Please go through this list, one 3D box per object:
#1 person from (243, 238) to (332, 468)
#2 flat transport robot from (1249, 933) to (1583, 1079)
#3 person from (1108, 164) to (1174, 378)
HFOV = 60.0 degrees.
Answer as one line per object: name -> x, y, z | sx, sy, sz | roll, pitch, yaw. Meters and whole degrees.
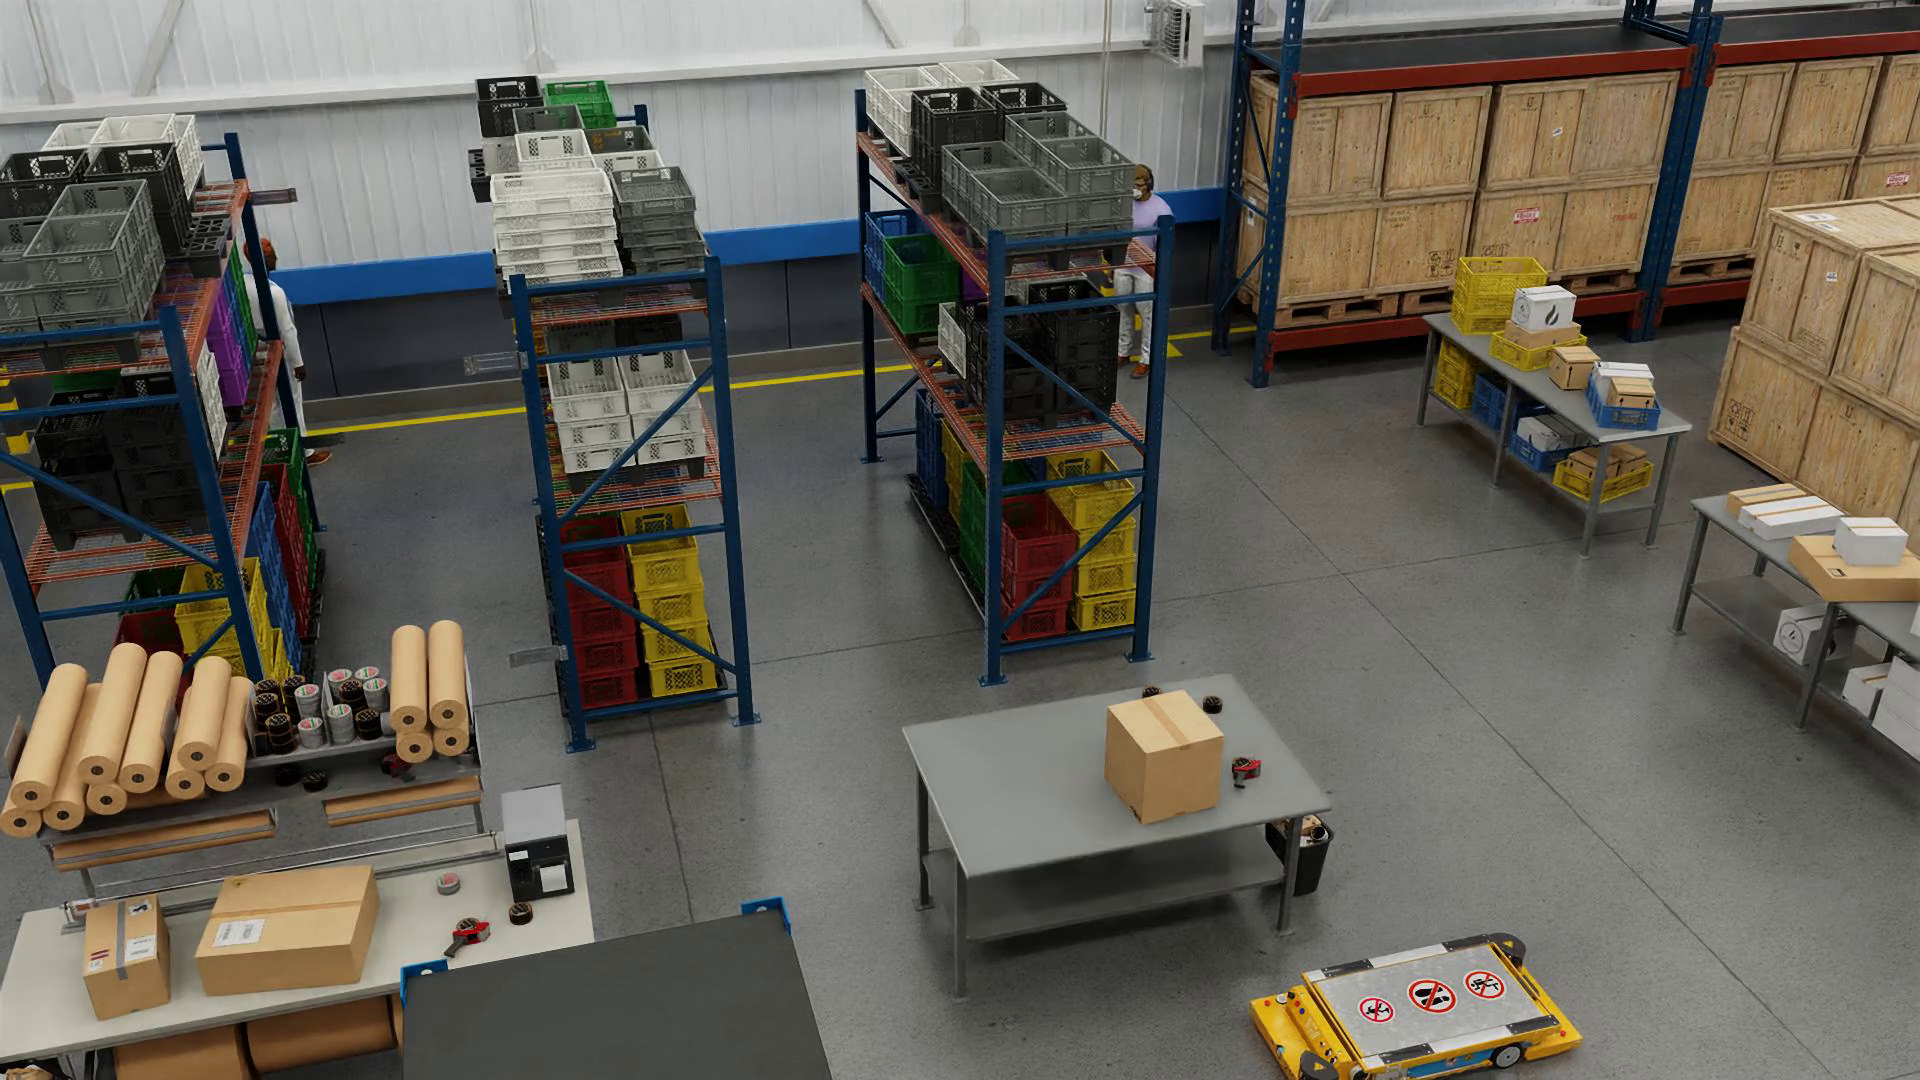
person -> -5.390, -1.472, 13.148 | 0.586, 1.882, 0.341 | 20, 34, 31
flat transport robot -> 2.184, 2.282, 7.980 | 1.431, 0.197, 0.652 | -8, 30, -14
person -> 1.582, -2.403, 14.798 | 0.625, 1.933, 0.374 | 23, 36, 35
